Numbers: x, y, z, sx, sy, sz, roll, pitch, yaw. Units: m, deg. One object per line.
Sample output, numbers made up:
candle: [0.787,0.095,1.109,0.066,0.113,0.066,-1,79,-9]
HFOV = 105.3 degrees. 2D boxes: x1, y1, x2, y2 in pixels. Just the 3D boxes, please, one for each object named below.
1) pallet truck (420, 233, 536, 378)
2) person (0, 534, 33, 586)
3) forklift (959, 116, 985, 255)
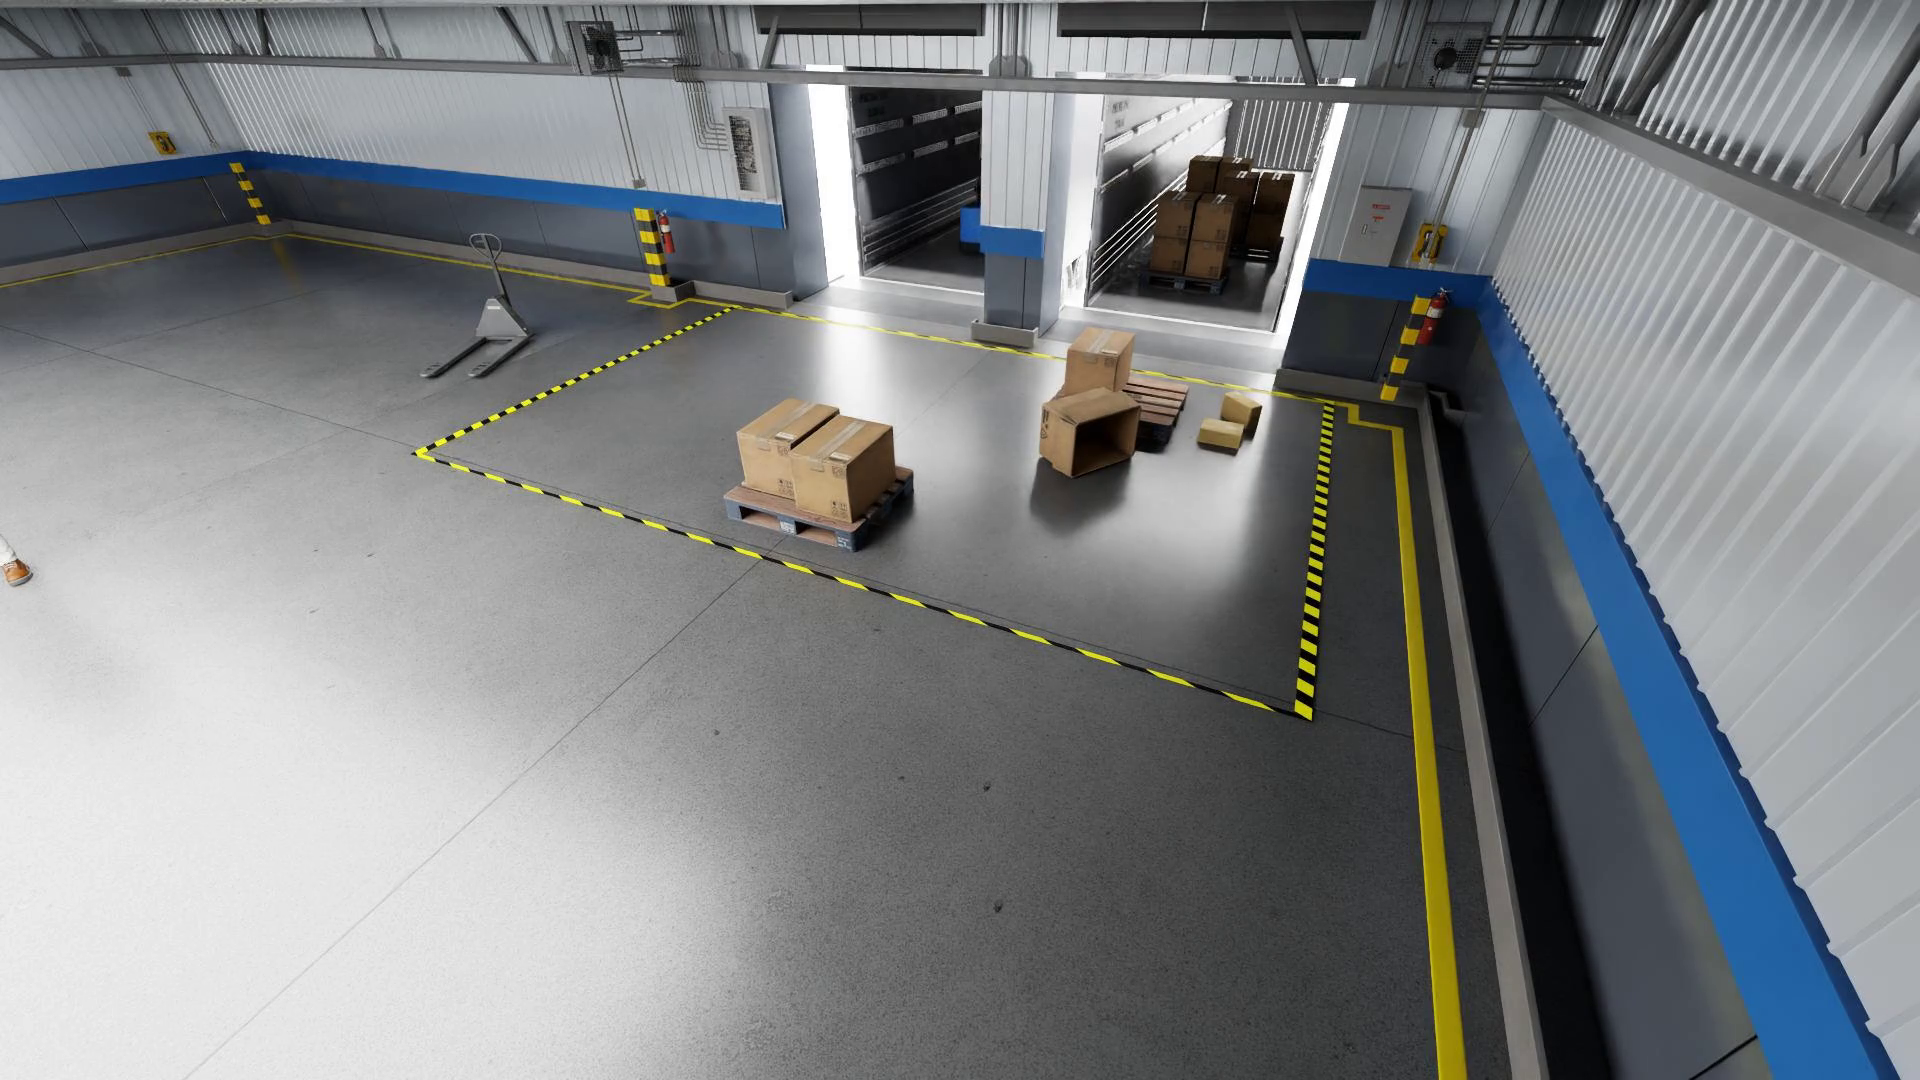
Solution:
pallet truck: [-5.664,-2.712,8.427,0.680,1.201,1.601,0,35,-1]
person: [-6.873,-0.463,4.660,0.613,1.945,0.404,-27,44,-33]
forklift: [0.486,-5.809,12.083,0.716,2.013,0.776,15,38,20]
